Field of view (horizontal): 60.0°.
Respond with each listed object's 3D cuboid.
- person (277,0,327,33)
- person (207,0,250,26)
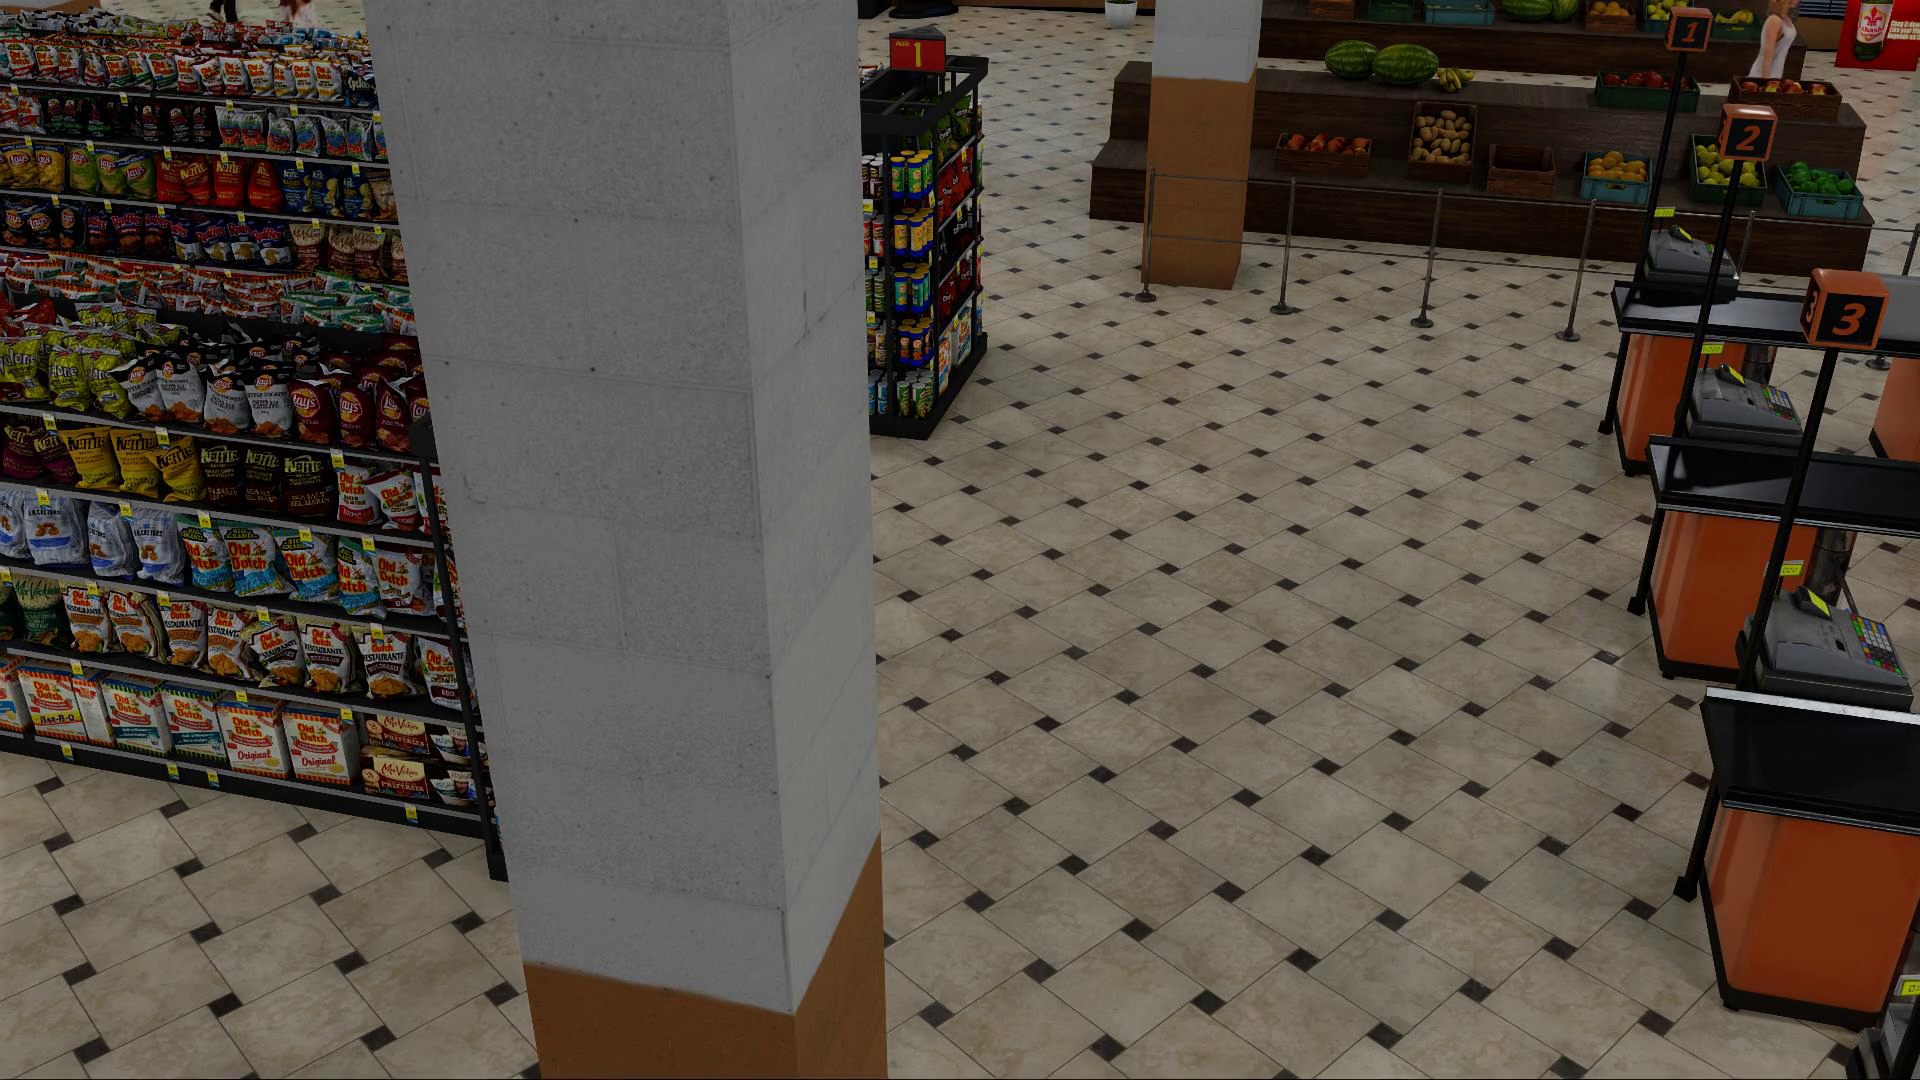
[{"bbox_3d":[-6.113,-4.419,15.432,1.089,1.701,0.841,20,34,32],"label":"person"},{"bbox_3d":[-9.138,-7.165,20.358,0.783,1.800,0.854,20,34,32],"label":"person"}]
